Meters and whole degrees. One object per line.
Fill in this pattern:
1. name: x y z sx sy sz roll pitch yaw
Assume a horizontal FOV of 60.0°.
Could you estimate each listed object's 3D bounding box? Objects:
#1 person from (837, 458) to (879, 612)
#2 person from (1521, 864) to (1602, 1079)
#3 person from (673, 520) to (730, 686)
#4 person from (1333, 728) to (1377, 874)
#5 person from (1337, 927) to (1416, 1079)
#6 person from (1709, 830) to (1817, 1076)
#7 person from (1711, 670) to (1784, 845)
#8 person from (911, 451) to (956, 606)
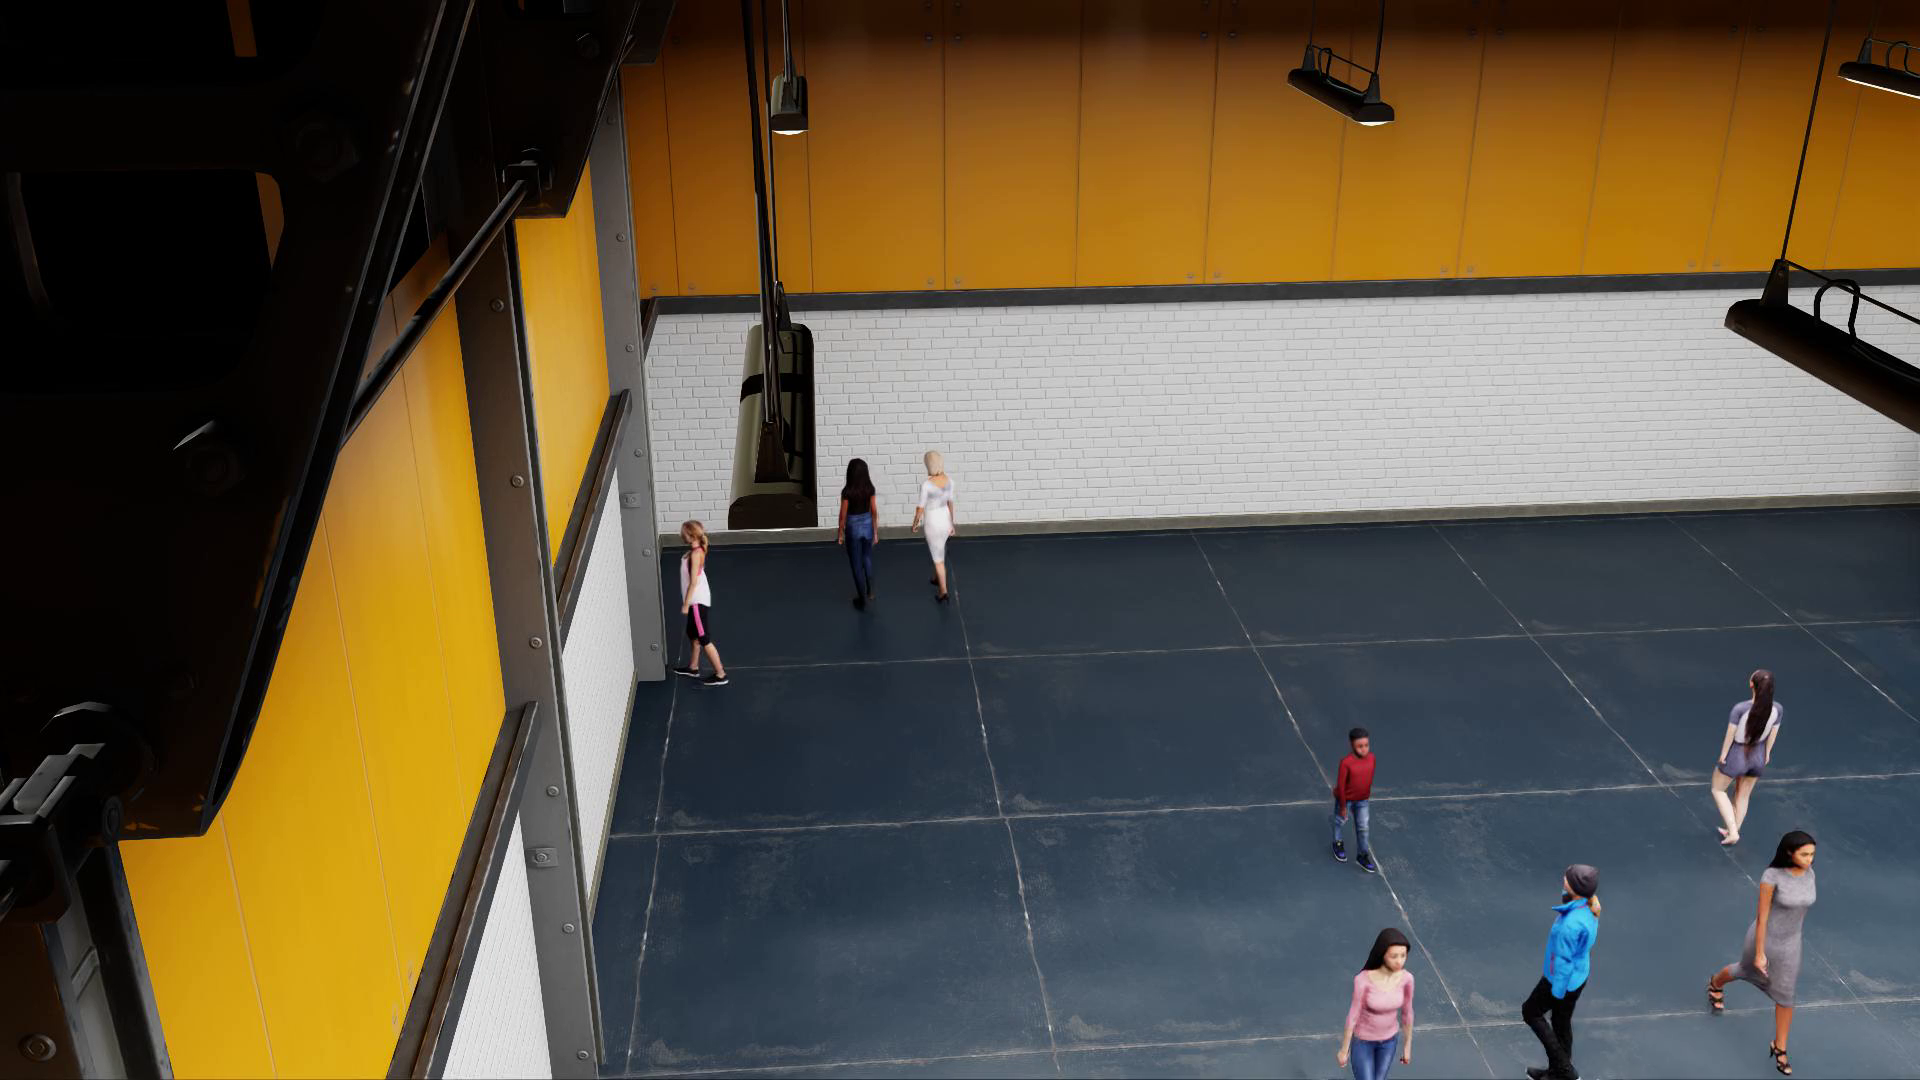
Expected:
1. person: -1.051 -0.028 17.957 0.659 1.728 0.685 -13 27 -27
2. person: 4.101 2.961 11.050 0.836 1.783 0.779 21 31 39
3. person: -2.551 0.620 16.413 0.686 1.779 0.724 0 24 1
4. person: 3.207 2.082 13.738 0.559 1.242 0.723 -5 24 -12
5. person: 2.619 3.164 10.652 0.625 1.730 0.657 -5 24 -11
6. person: 5.575 2.761 11.565 0.625 1.738 1.105 -3 24 -8
7. person: 6.523 1.857 13.761 0.608 1.635 0.652 -1 24 -2
8. person: -0.196 -0.107 18.143 0.800 1.724 0.913 -17 29 -34
